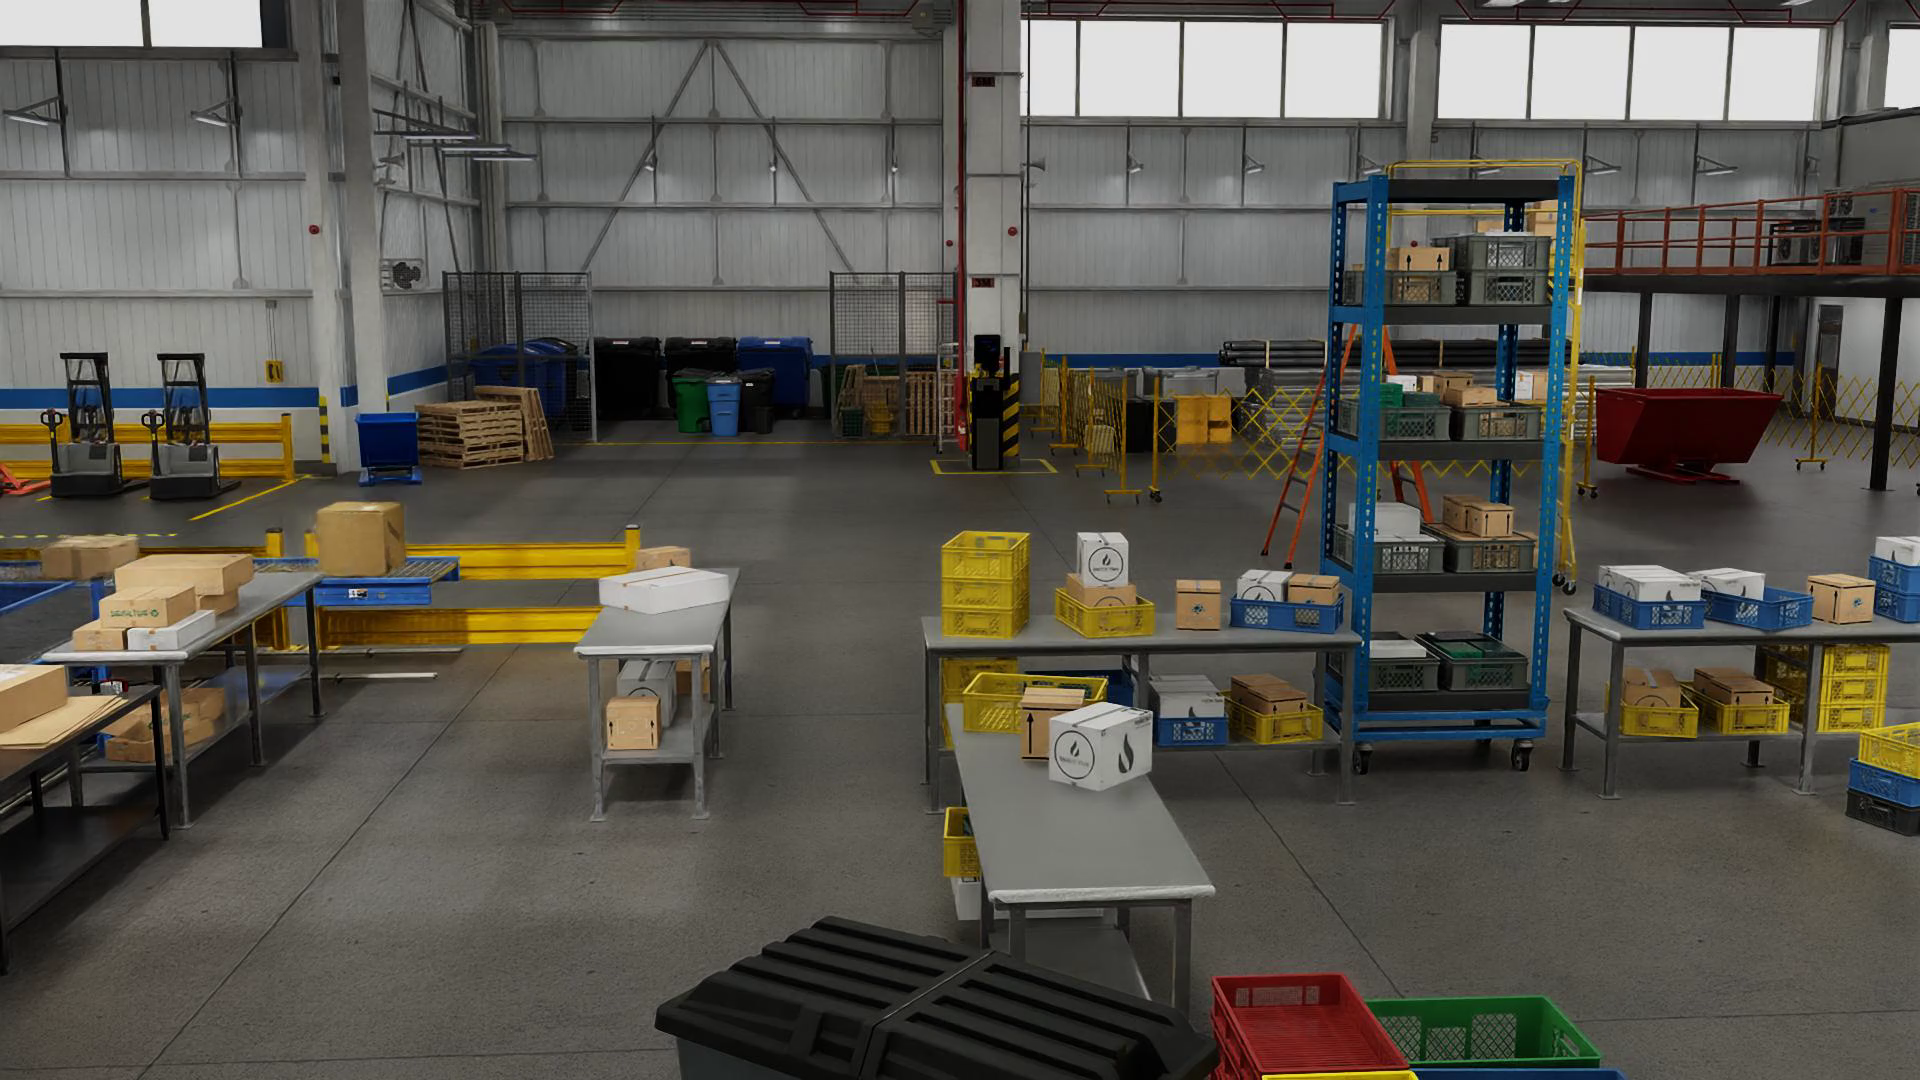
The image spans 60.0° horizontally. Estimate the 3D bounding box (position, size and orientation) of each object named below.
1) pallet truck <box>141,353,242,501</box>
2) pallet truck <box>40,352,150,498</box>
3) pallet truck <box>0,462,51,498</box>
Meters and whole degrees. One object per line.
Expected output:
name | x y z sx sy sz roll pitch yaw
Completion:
pallet truck | -10.520 -1.604 22.925 0.823 1.965 1.885 -1 9 -6
pallet truck | -11.907 -1.642 23.165 0.823 1.965 1.885 0 9 0
pallet truck | -13.193 -1.293 23.148 0.653 1.274 1.630 -1 9 -4
